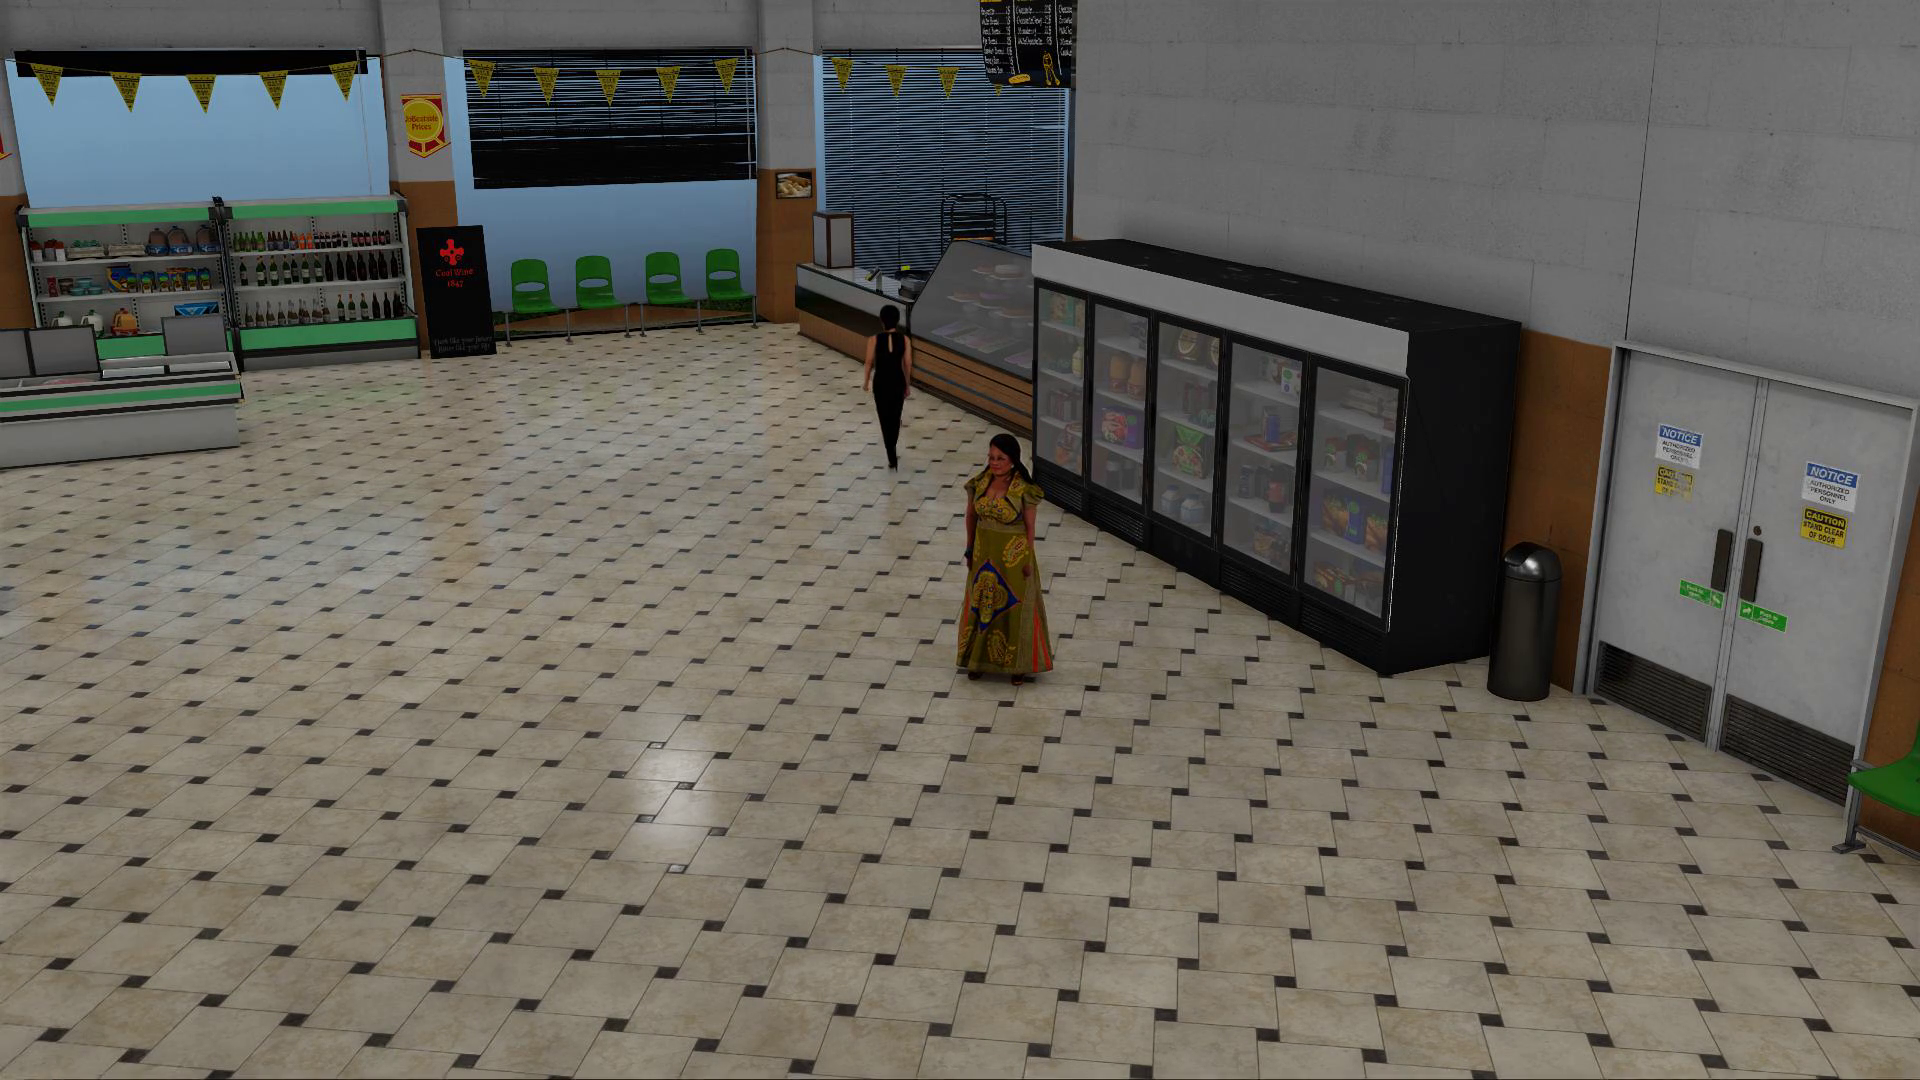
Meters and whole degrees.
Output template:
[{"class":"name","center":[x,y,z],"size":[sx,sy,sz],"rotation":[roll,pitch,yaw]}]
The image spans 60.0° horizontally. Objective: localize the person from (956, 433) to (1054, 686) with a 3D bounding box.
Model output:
[{"class":"person","center":[0.271,0.110,10.797],"size":[0.989,1.661,1.058],"rotation":[5,18,17]}]

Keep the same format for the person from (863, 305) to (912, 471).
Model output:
[{"class":"person","center":[-0.670,-1.438,16.065],"size":[0.969,1.563,0.754],"rotation":[-5,18,-16]}]
